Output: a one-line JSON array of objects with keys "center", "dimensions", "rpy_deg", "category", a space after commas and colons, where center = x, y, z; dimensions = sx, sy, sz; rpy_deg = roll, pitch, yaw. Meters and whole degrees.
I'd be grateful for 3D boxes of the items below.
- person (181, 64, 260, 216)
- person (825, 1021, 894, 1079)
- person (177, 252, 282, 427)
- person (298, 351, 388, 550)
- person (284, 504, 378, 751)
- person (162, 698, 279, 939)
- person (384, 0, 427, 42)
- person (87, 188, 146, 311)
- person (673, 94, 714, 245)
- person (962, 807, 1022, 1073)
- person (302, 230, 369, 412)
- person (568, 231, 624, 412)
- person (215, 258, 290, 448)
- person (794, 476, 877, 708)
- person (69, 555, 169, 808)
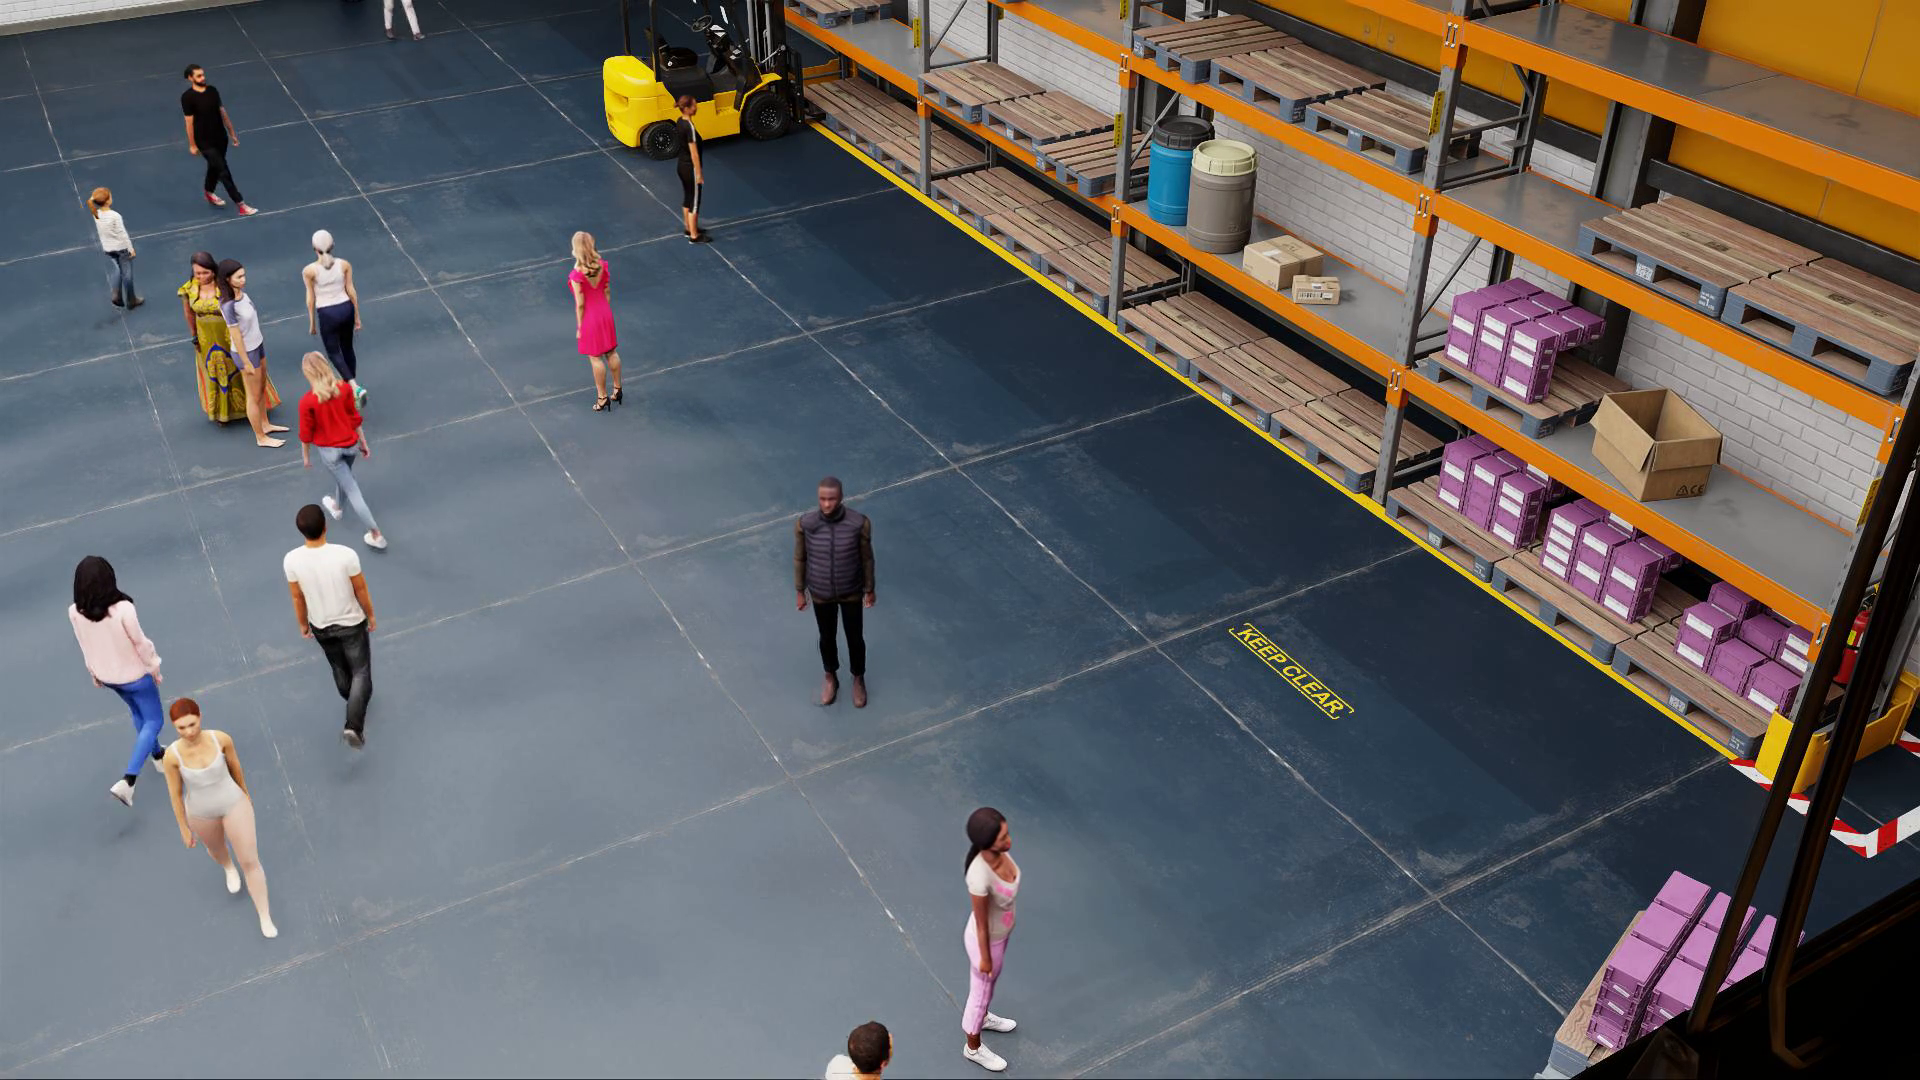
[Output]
[{"center": [-8.613, -4.571, 19.018], "dimensions": [1.247, 1.711, 1.073], "rpy_deg": [15, 36, 21], "category": "person"}, {"center": [-0.500, 2.947, 7.656], "dimensions": [1.200, 1.767, 1.056], "rpy_deg": [22, 39, 29], "category": "person"}, {"center": [-6.636, -1.825, 14.932], "dimensions": [0.910, 1.660, 0.846], "rpy_deg": [-11, 35, -16], "category": "person"}, {"center": [-4.881, -0.662, 13.191], "dimensions": [1.204, 1.651, 0.889], "rpy_deg": [25, 41, 33], "category": "person"}, {"center": [-4.199, 0.602, 11.168], "dimensions": [0.921, 1.786, 1.141], "rpy_deg": [-3, 34, -5], "category": "person"}, {"center": [-4.438, 1.564, 9.891], "dimensions": [0.554, 1.597, 1.030], "rpy_deg": [-18, 38, -25], "category": "person"}, {"center": [-8.379, -8.225, 24.495], "dimensions": [0.771, 1.732, 1.226], "rpy_deg": [-23, 40, -31], "category": "person"}, {"center": [-8.624, -2.930, 16.913], "dimensions": [0.659, 1.308, 0.720], "rpy_deg": [8, 34, 12], "category": "person"}, {"center": [-2.983, -4.101, 18.349], "dimensions": [0.655, 1.668, 0.471], "rpy_deg": [-14, 36, -21], "category": "person"}, {"center": [0.155, 2.111, 8.937], "dimensions": [0.718, 1.741, 0.650], "rpy_deg": [7, 34, 11], "category": "person"}, {"center": [-5.646, -1.967, 15.126], "dimensions": [0.712, 1.682, 1.067], "rpy_deg": [-23, 40, -31], "category": "person"}, {"center": [-3.310, -1.990, 15.119], "dimensions": [0.652, 1.728, 0.648], "rpy_deg": [24, 40, 31], "category": "person"}, {"center": [-6.251, -1.653, 14.606], "dimensions": [0.712, 1.734, 0.573], "rpy_deg": [-4, 34, -6], "category": "person"}, {"center": [-0.850, 0.330, 11.531], "dimensions": [0.799, 1.837, 0.797], "rpy_deg": [0, 34, 0], "category": "person"}, {"center": [-5.413, 0.929, 10.707], "dimensions": [1.036, 1.751, 1.118], "rpy_deg": [5, 34, 8], "category": "person"}]
